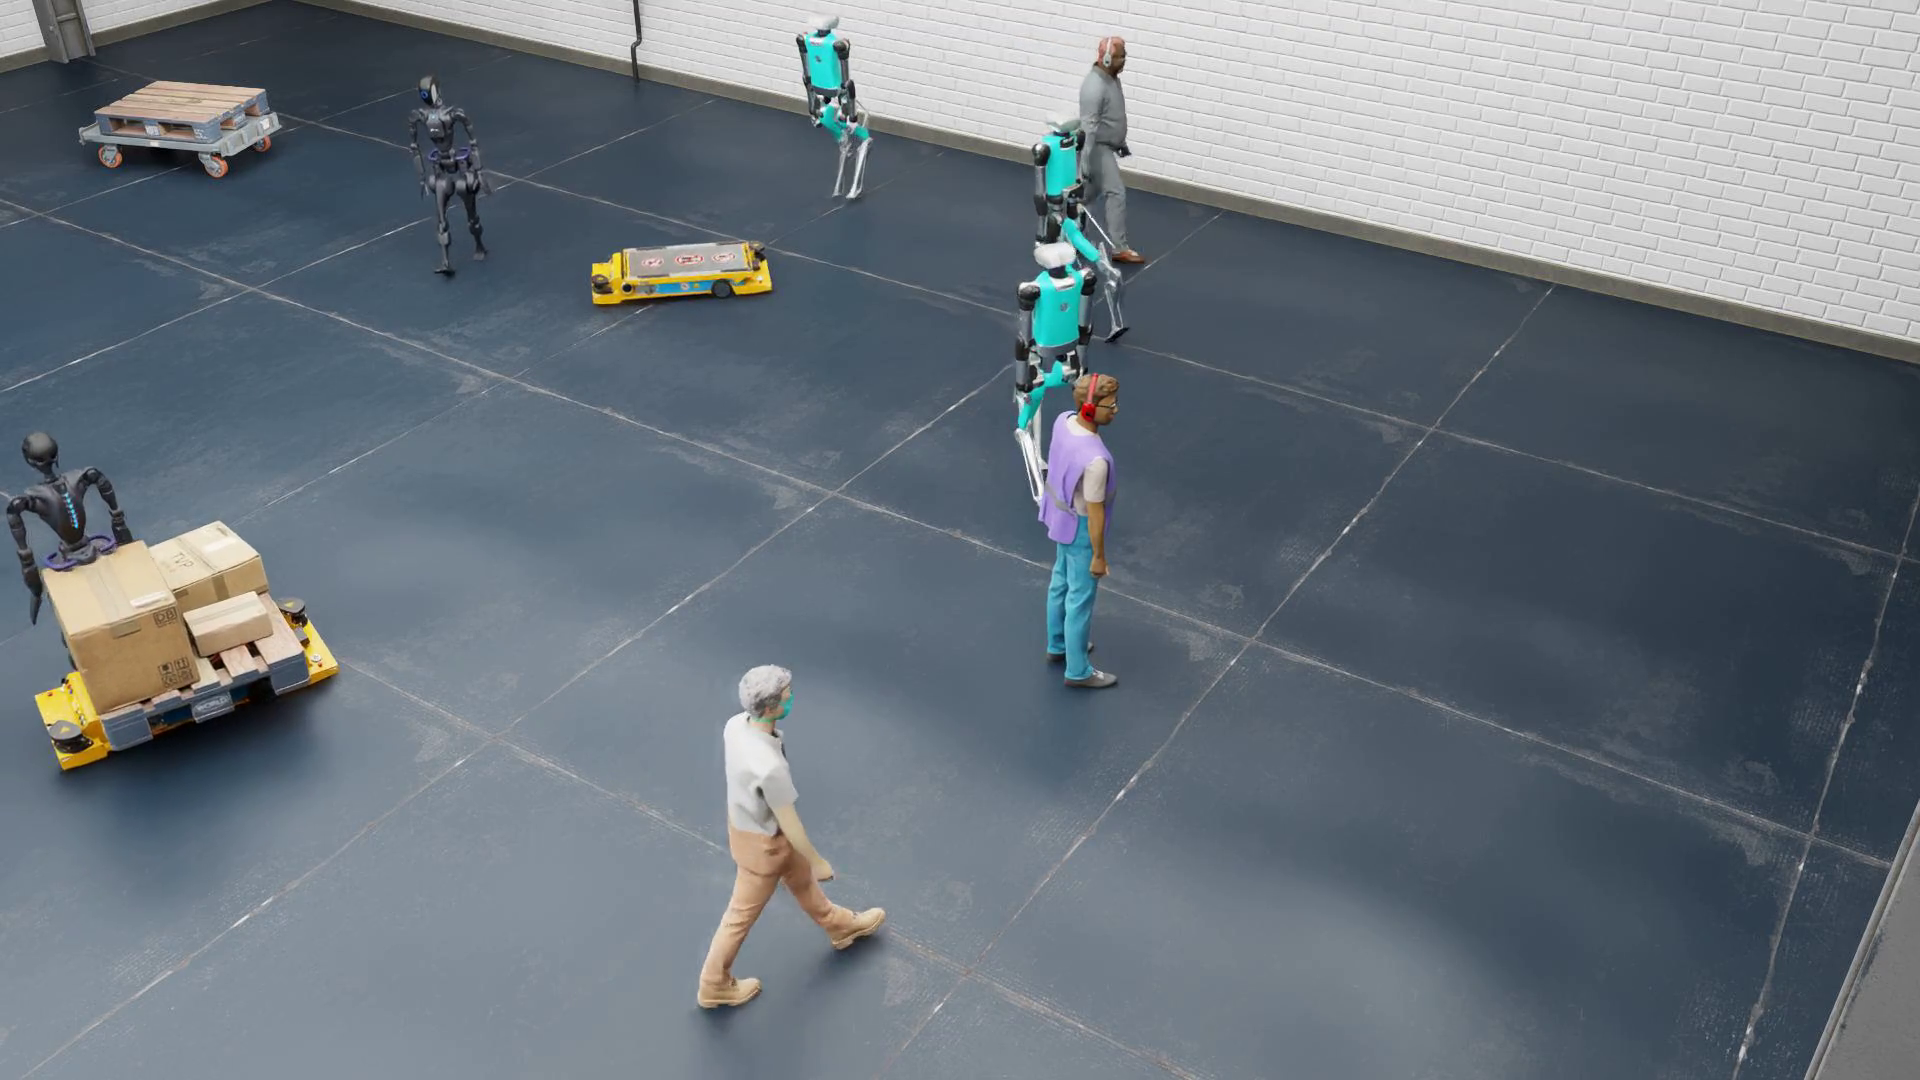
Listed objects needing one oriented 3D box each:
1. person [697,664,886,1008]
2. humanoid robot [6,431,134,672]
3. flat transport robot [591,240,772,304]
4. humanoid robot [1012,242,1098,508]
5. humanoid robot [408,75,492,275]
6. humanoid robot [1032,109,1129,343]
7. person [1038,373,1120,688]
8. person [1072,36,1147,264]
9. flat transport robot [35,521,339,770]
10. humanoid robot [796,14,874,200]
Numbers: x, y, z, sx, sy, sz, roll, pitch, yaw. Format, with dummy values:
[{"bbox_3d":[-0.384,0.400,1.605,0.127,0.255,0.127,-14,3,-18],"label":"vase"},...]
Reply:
[{"bbox_3d":[-0.764,1.245,6.999,0.922,1.694,0.489,-10,34,-15],"label":"person"},{"bbox_3d":[-4.579,0.168,8.687,0.340,1.649,0.609,23,39,32],"label":"humanoid robot"},{"bbox_3d":[-2.294,-2.198,13.676,1.431,0.231,0.659,-6,33,-9],"label":"flat transport robot"},{"bbox_3d":[0.507,-1.111,10.636,0.540,1.791,0.875,-15,36,-23],"label":"humanoid robot"},{"bbox_3d":[-4.167,-2.987,13.642,0.608,1.627,0.758,1,33,2],"label":"humanoid robot"},{"bbox_3d":[0.978,-2.283,12.465,0.958,1.769,0.533,25,41,34],"label":"humanoid robot"},{"bbox_3d":[0.630,-0.048,8.876,0.394,1.841,0.562,-9,34,-14],"label":"person"},{"bbox_3d":[1.299,-3.214,13.762,0.815,1.877,0.678,8,34,12],"label":"person"},{"bbox_3d":[-4.217,0.755,9.082,1.431,0.231,0.659,-21,38,-29],"label":"flat transport robot"},{"bbox_3d":[-1.046,-3.853,14.976,0.533,1.849,0.778,19,37,26],"label":"humanoid robot"}]
